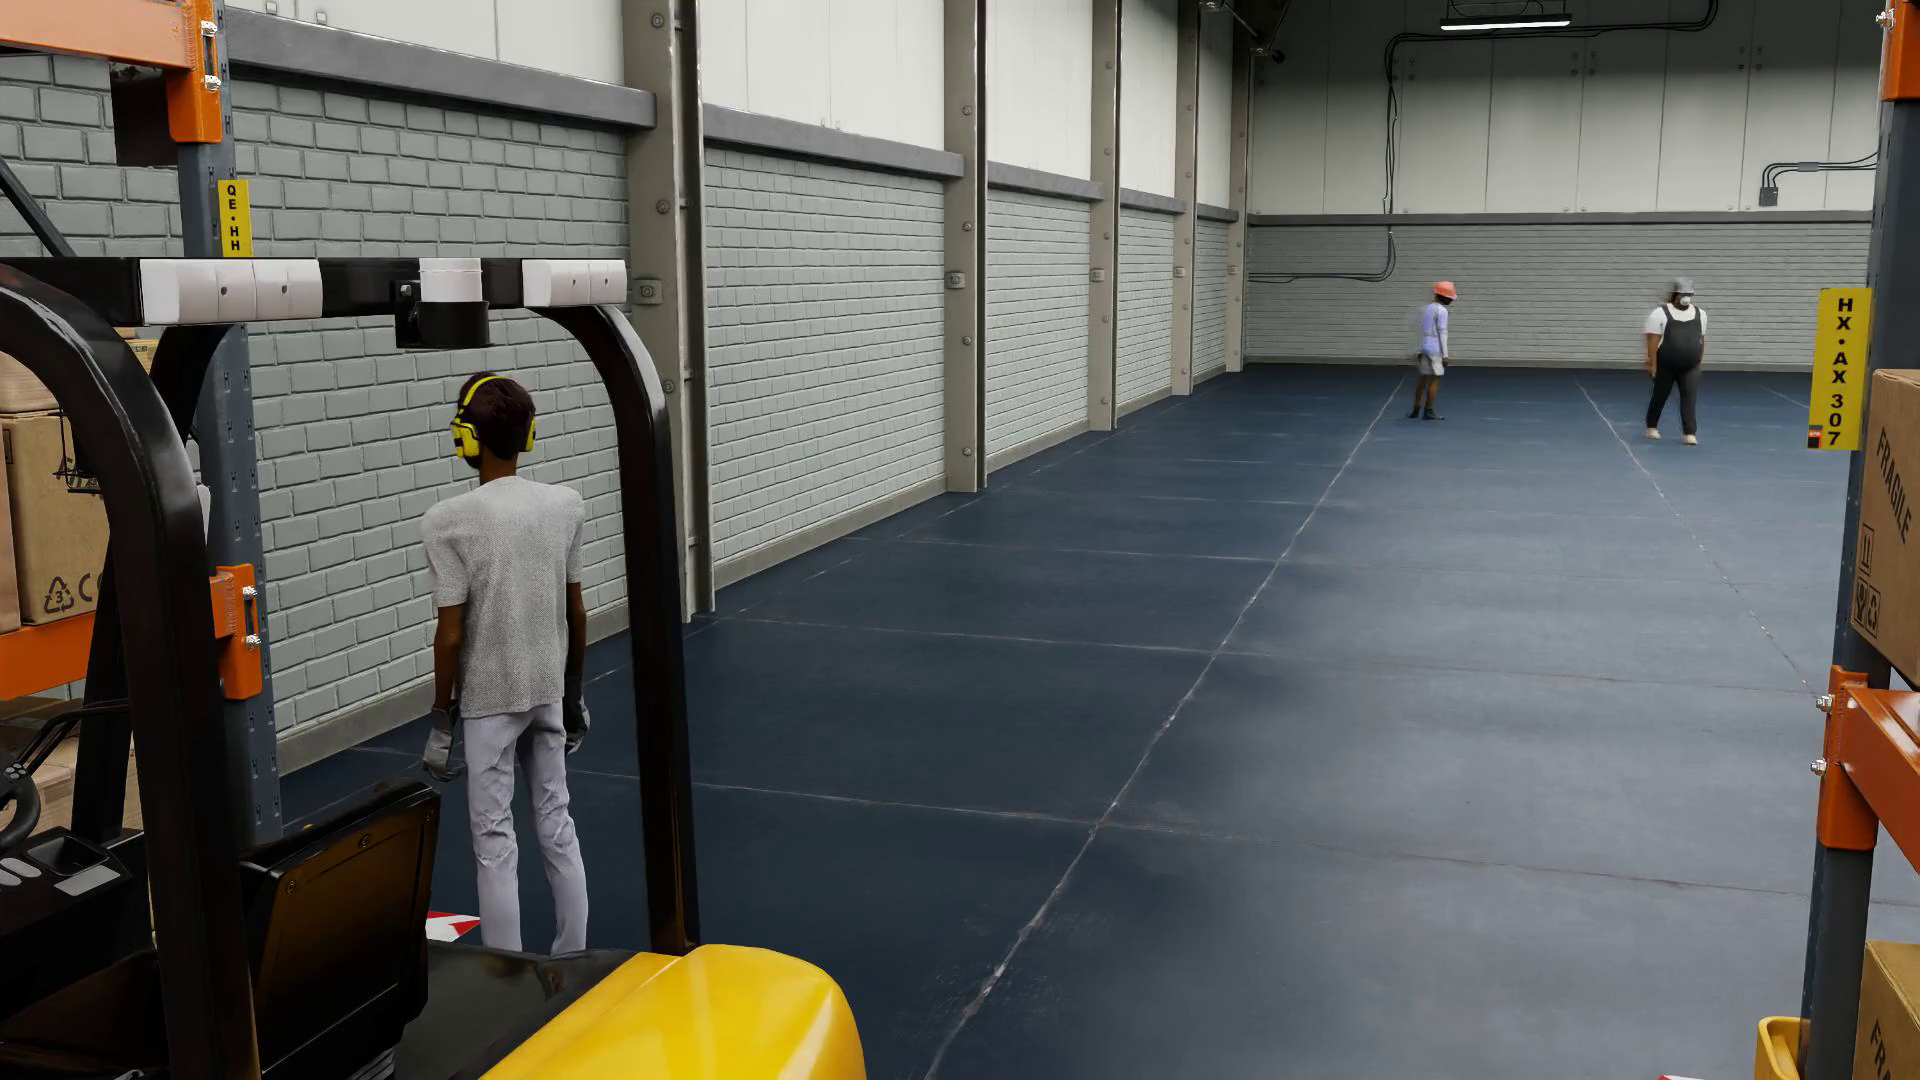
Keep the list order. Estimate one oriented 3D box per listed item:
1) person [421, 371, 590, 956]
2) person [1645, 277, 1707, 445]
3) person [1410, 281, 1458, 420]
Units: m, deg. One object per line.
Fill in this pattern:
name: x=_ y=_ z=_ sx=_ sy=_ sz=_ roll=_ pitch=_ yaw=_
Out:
person: x=-1.269 y=0.465 z=4.666 sx=0.328 sy=1.876 sz=0.513 roll=8 pitch=13 yaw=41
person: x=8.599 y=-2.194 z=20.007 sx=0.692 sy=2.000 sz=1.013 roll=1 pitch=10 yaw=4
person: x=6.474 y=-2.585 z=22.802 sx=0.409 sy=1.894 sz=0.752 roll=-2 pitch=10 yaw=-12
